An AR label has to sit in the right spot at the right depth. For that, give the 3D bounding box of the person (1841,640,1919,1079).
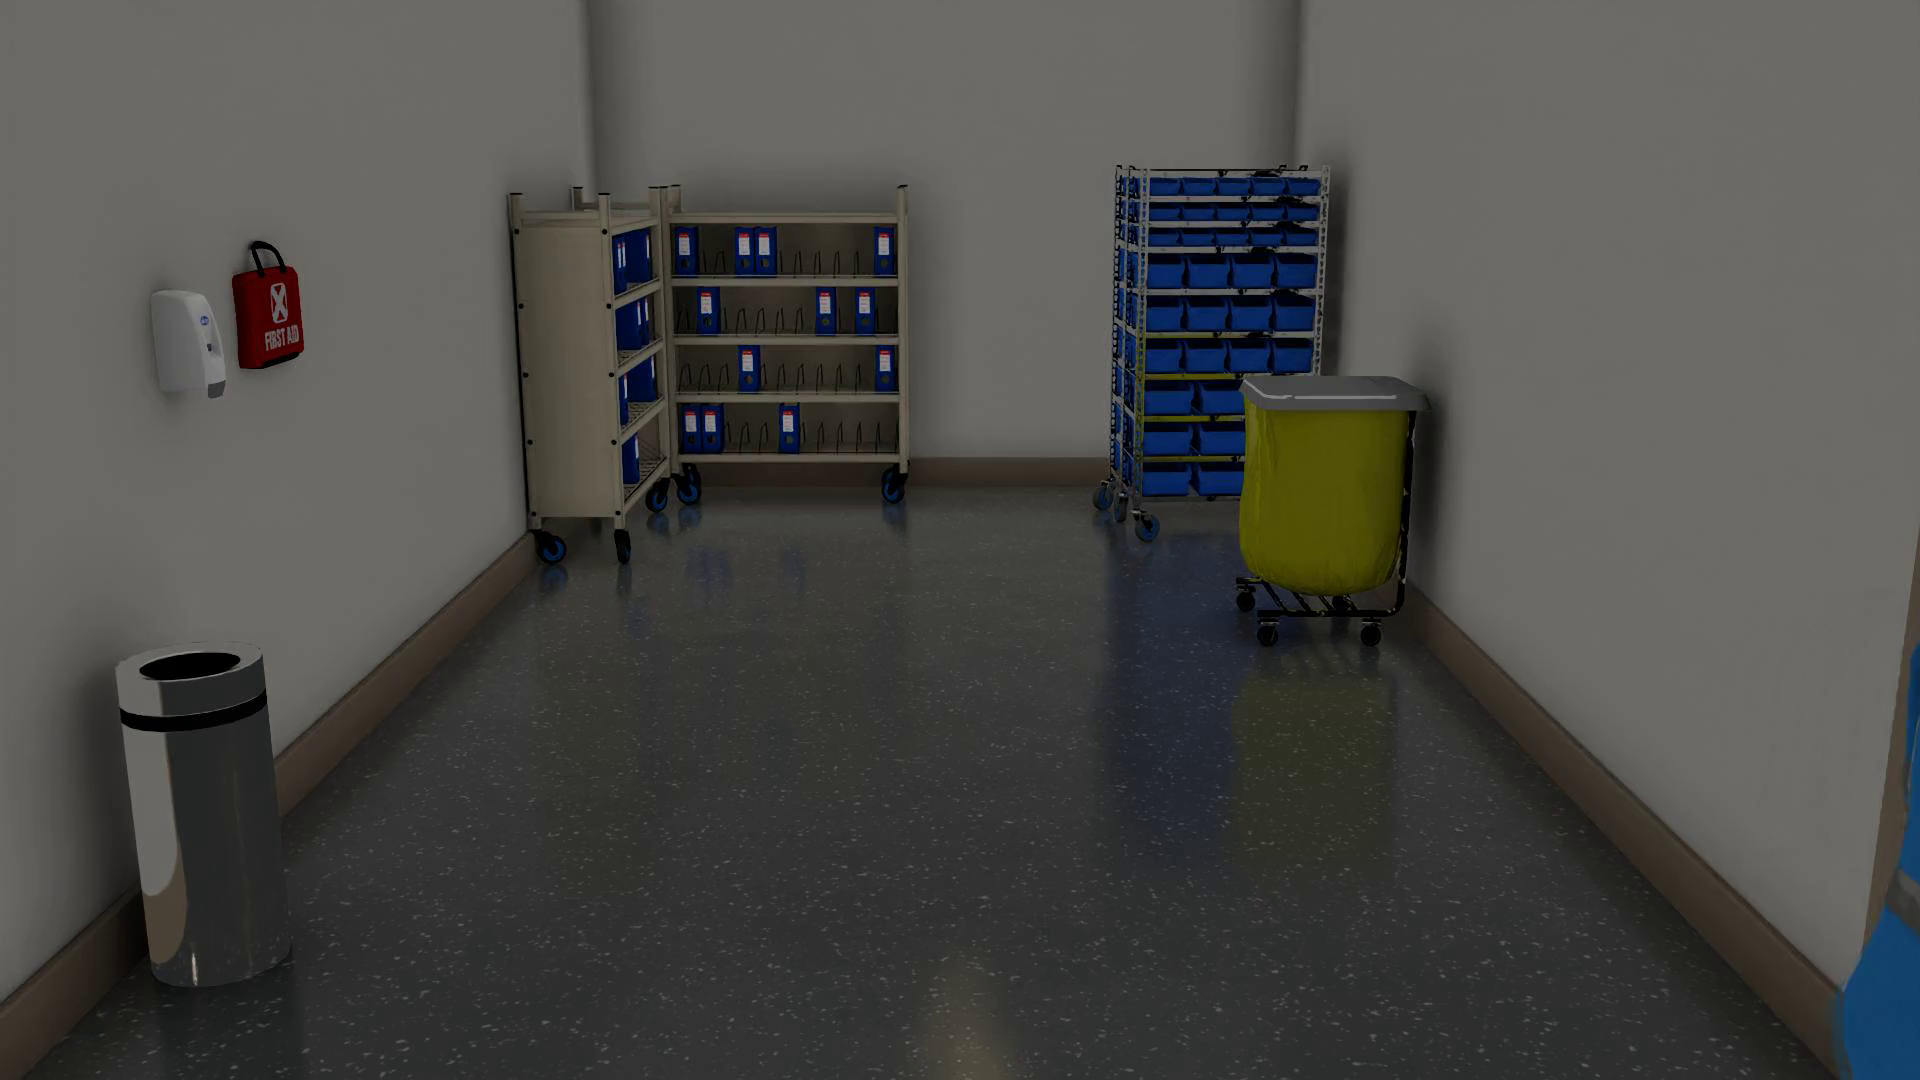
[{"bbox_3d":[1.156,0.612,1.824,0.594,1.663,0.572,1,13,3],"label":"person"}]
